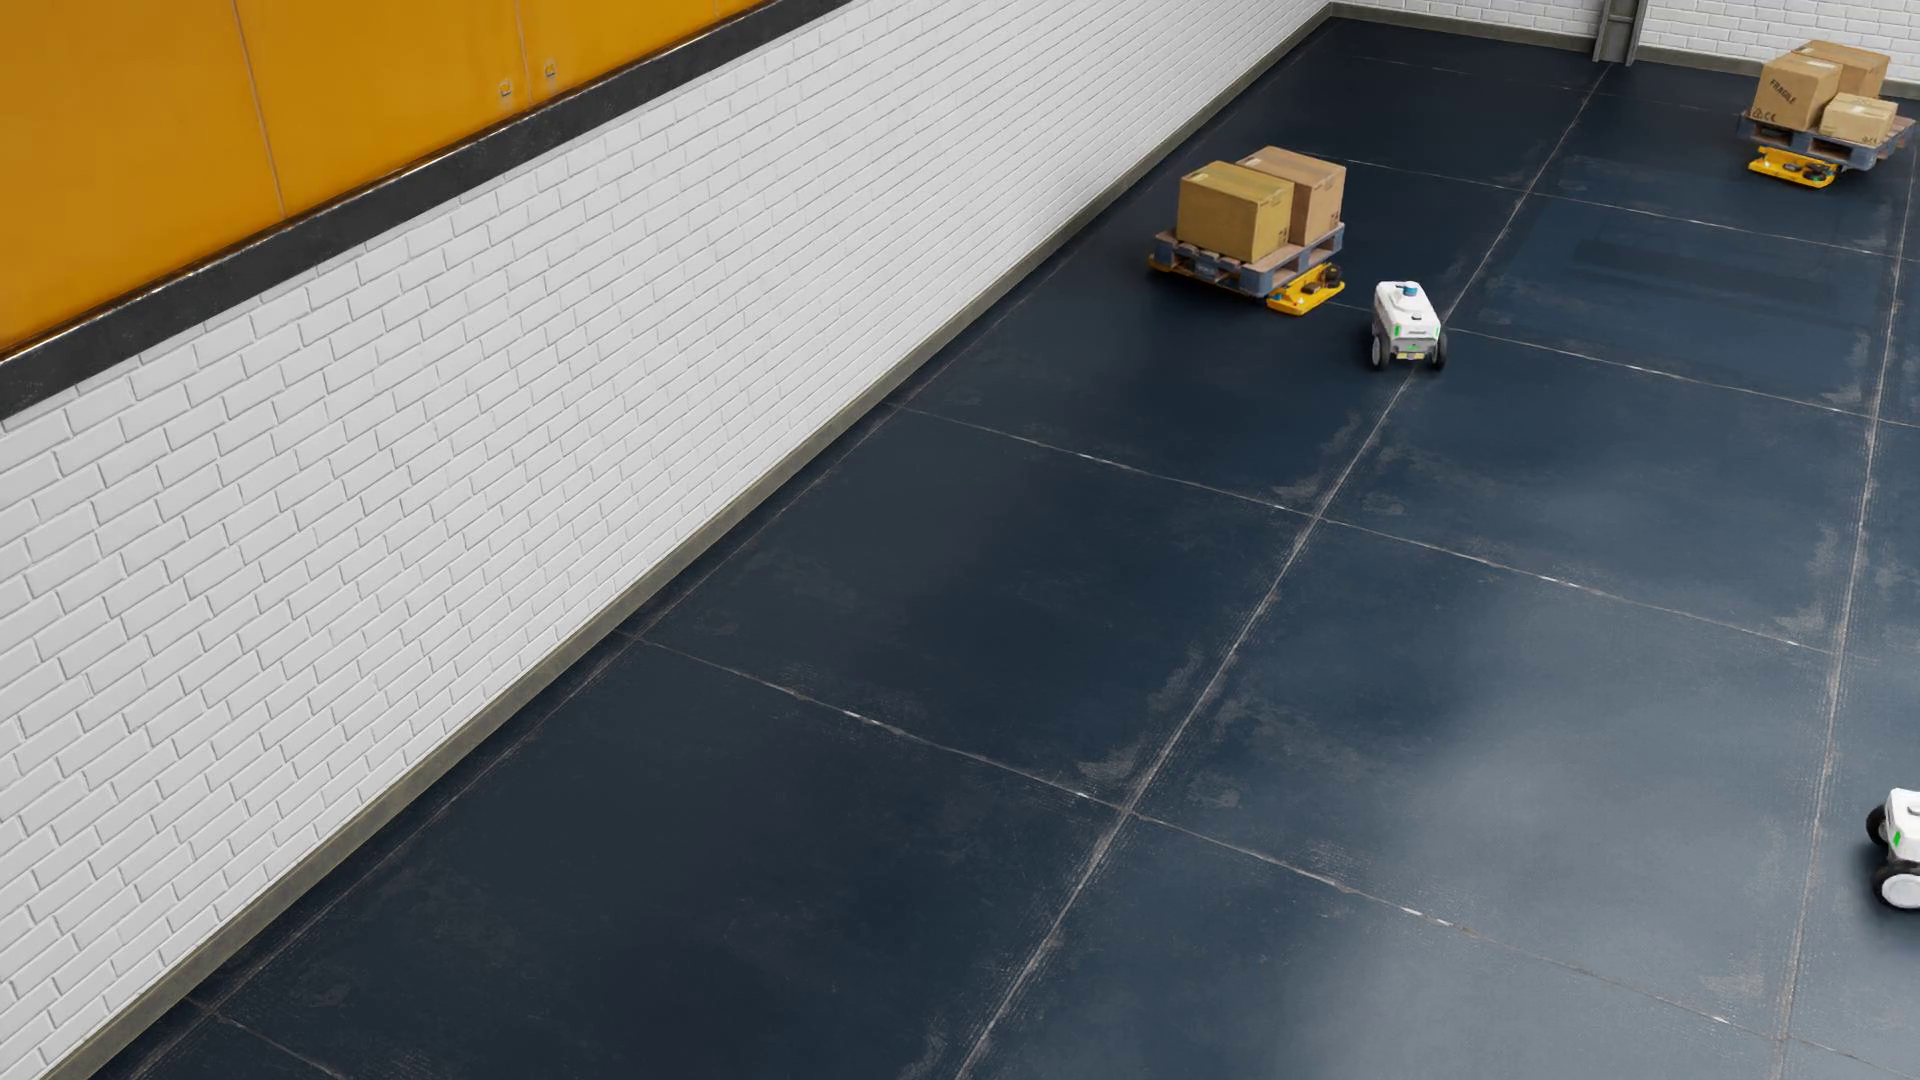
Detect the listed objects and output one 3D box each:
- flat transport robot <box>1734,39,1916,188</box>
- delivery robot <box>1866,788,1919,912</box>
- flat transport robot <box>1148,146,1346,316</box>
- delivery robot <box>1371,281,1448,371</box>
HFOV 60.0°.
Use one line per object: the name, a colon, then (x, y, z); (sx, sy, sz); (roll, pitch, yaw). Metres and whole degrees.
flat transport robot: (7.899, -3.577, 15.299); (1.431, 0.231, 0.659); (-29, 43, -35)
delivery robot: (4.580, 1.416, 7.619); (0.775, 0.601, 0.499); (12, 36, 17)
flat transport robot: (2.265, -2.156, 13.184); (1.431, 0.231, 0.659); (26, 42, 33)
delivery robot: (3.243, -1.572, 12.059); (0.519, 0.593, 0.765); (0, 34, 0)
